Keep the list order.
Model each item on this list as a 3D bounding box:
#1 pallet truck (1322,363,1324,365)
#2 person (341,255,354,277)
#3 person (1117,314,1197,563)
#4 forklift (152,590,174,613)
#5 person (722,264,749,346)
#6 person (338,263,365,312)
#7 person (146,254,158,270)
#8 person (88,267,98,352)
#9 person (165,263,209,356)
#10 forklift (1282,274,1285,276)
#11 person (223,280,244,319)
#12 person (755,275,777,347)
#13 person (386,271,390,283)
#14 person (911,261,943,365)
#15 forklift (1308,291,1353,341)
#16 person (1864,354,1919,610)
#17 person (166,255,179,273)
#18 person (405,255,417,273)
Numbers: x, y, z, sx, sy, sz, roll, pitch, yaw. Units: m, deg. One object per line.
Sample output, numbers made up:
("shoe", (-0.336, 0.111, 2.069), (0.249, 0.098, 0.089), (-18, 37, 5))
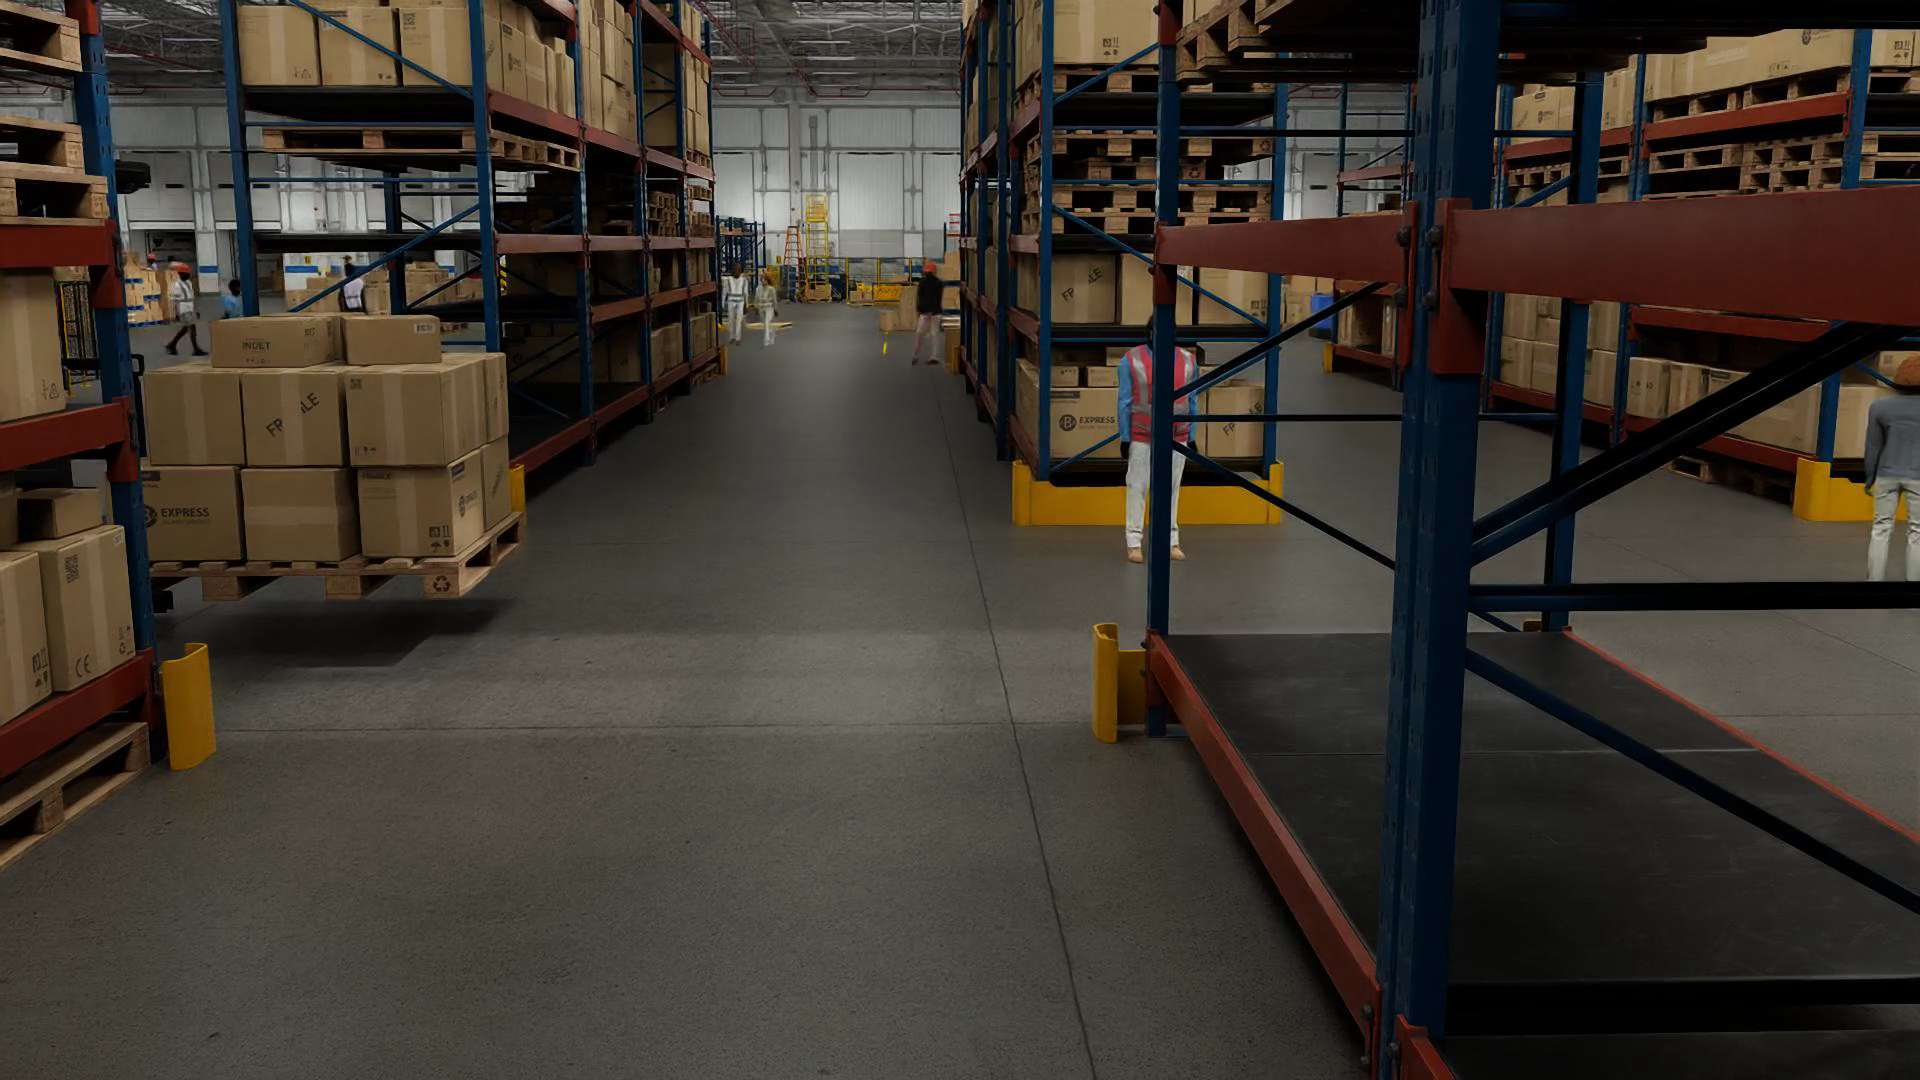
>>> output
("pallet truck", (7.712, -4.157, 30.737), (1.885, 1.965, 0.823), (3, 11, 16))
("person", (-19.280, -8.078, 52.825), (0.914, 1.904, 0.652), (0, 10, 2))
("person", (1.458, -0.751, 12.202), (0.624, 1.844, 0.429), (-2, 10, -13))
("forklift", (-5.858, -0.811, 9.639), (1.873, 2.768, 1.129), (-1, 10, -3))
("person", (-5.122, -5.344, 37.825), (0.621, 1.846, 0.924), (-2, 10, -14))
("person", (-12.855, -4.920, 35.254), (0.507, 1.900, 0.615), (7, 12, 35))
("person", (-27.224, -8.677, 56.135), (0.369, 1.932, 0.571), (-5, 11, -25))
("person", (-18.254, -4.900, 35.222), (0.328, 1.876, 0.515), (-4, 11, -21))
("person", (-15.976, -4.729, 34.200), (0.891, 1.907, 0.545), (0, 10, 1))
("forklift", (11.862, -10.074, 61.240), (1.873, 2.768, 1.129), (-1, 10, -5))
("person", (-13.328, -3.970, 30.665), (0.857, 1.652, 0.540), (2, 10, 10))
("person", (-4.338, -5.186, 37.541), (0.506, 1.606, 0.733), (4, 11, 23))
("person", (-18.778, -8.393, 55.203), (0.321, 1.689, 0.534), (8, 13, 37))
("person", (-0.651, -4.297, 31.597), (0.633, 1.966, 0.573), (6, 12, 32))
("forklift", (9.315, -6.138, 39.313), (1.873, 2.768, 1.129), (0, 10, -2))
("person", (6.064, -0.373, 10.669), (0.278, 1.634, 0.498), (-10, 14, -44))
("person", (-31.372, -10.464, 66.408), (0.852, 1.811, 0.621), (3, 11, 18))
("person", (-20.441, -9.686, 62.009), (0.452, 1.826, 0.634), (6, 12, 31))
